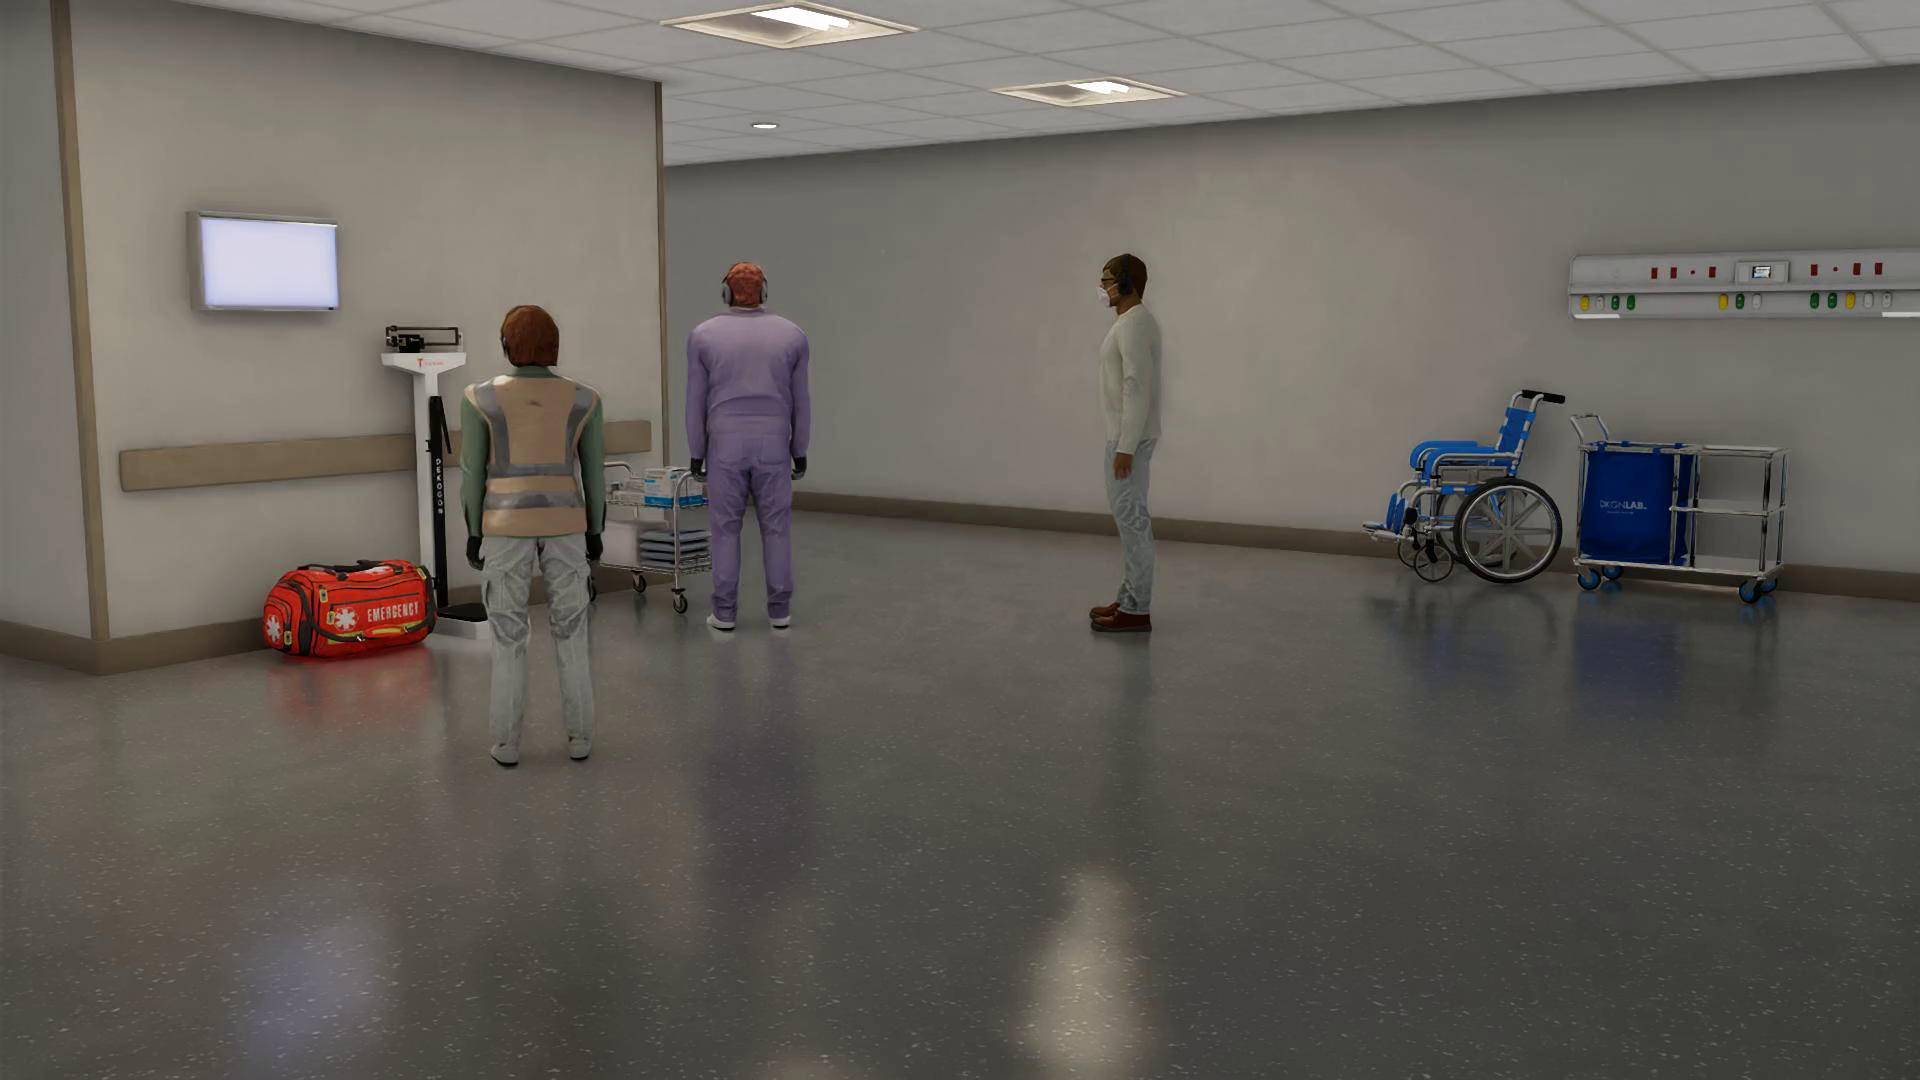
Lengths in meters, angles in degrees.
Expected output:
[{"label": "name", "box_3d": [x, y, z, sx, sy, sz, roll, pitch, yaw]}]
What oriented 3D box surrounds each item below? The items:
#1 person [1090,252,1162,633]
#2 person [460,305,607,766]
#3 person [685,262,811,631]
[{"label": "person", "box_3d": [0.854, -0.496, 8.547, 0.362, 1.939, 0.635, 1, 7, 5]}, {"label": "person", "box_3d": [-1.505, -0.014, 5.912, 0.509, 1.629, 0.318, -3, 8, -24]}, {"label": "person", "box_3d": [-1.097, -0.481, 8.613, 0.647, 1.900, 0.397, -2, 7, -16]}]
